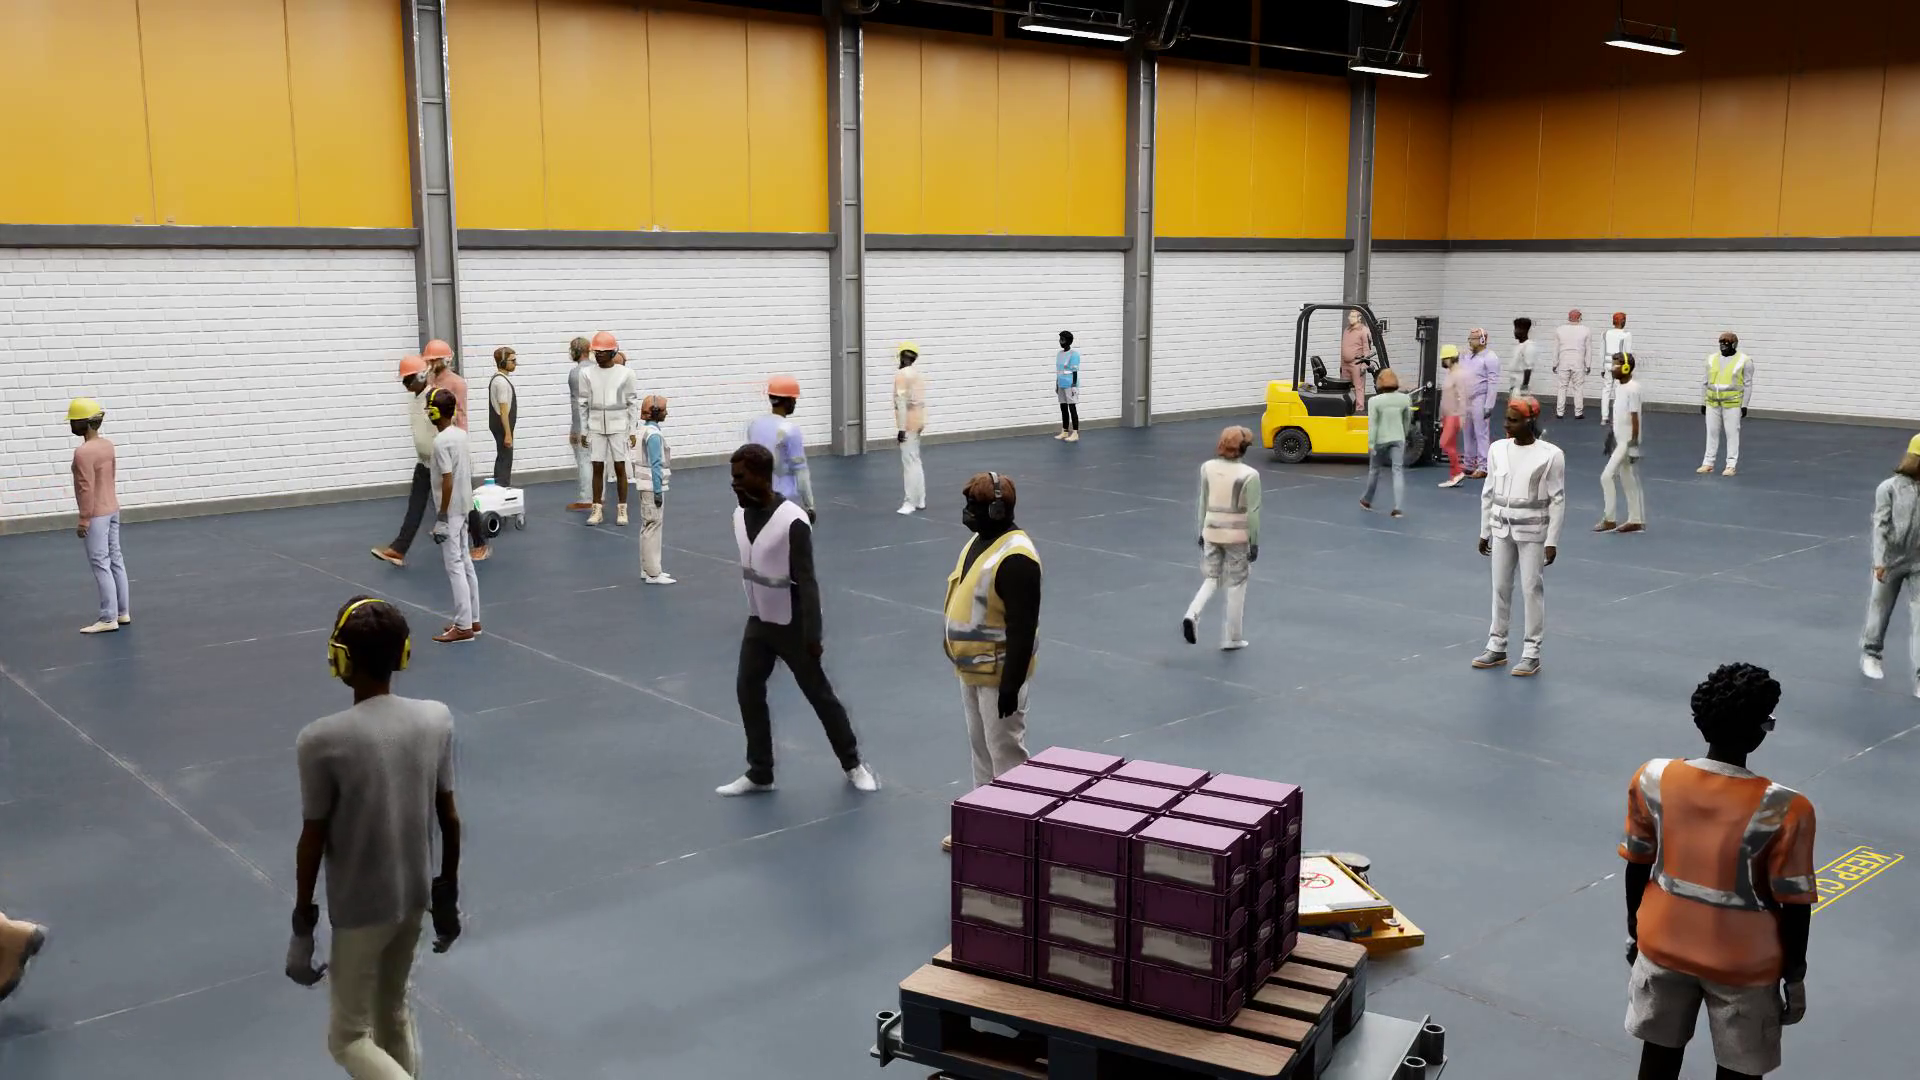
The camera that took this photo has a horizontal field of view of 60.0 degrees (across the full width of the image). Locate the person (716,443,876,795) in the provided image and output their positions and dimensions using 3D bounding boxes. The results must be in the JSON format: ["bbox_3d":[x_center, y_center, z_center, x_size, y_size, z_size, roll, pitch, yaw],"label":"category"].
[{"bbox_3d":[-0.853,0.429,8.680,0.734,1.853,0.662,-9,13,-43],"label":"person"}]

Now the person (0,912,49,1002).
[{"bbox_3d":[-3.693,0.819,5.825,0.666,2.031,0.622,-7,12,-34],"label":"person"}]

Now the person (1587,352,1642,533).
[{"bbox_3d":[6.665,-0.980,16.898,0.713,1.840,0.549,2,10,9],"label":"person"}]

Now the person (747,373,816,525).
[{"bbox_3d":[-1.371,-0.321,12.811,0.578,1.917,0.536,9,13,42],"label":"person"}]

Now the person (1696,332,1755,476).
[{"bbox_3d":[9.836,-1.748,21.401,0.430,1.843,0.625,-8,13,-39],"label":"person"}]

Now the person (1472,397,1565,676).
[{"bbox_3d":[3.767,-0.029,11.214,0.337,1.881,0.584,-8,13,-39],"label":"person"}]

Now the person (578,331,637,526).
[{"bbox_3d":[-3.672,-1.157,17.360,0.609,2.040,0.394,0,10,1],"label":"person"}]

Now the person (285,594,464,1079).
[{"bbox_3d":[-1.665,1.080,4.835,0.691,1.850,0.536,6,11,32],"label":"person"}]

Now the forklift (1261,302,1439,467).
[{"bbox_3d":[5.320,-2.157,22.763,2.313,2.155,1.214,3,10,16],"label":"forklift"}]

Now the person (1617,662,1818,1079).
[{"bbox_3d":[2.123,1.178,4.693,0.317,1.695,0.540,-8,13,-41],"label":"person"}]

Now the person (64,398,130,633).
[{"bbox_3d":[-6.491,-0.185,12.475,0.317,1.766,0.533,-1,10,-5],"label":"person"}]

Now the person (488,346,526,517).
[{"bbox_3d":[-4.920,-1.166,17.985,0.325,1.843,0.517,-4,10,-20],"label":"person"}]

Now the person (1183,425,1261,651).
[{"bbox_3d":[1.860,0.003,11.765,0.534,1.623,0.505,9,13,43],"label":"person"}]

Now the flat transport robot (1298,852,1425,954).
[{"bbox_3d":[1.106,1.521,6.855,1.431,0.197,0.652,-2,10,-11],"label":"flat transport robot"}]

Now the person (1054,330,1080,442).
[{"bbox_3d":[1.632,-2.345,25.336,0.319,1.692,0.536,-6,11,-30],"label":"person"}]

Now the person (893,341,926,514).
[{"bbox_3d":[-0.582,-1.237,18.337,0.381,1.876,0.731,4,10,20],"label":"person"}]

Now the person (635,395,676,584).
[{"bbox_3d":[-2.637,-0.432,14.318,0.311,1.631,0.504,-3,10,-18],"label":"person"}]

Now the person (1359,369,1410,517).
[{"bbox_3d":[4.652,-1.067,18.154,0.507,1.591,0.825,-1,10,-4],"label":"person"}]

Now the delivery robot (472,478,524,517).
[{"bbox_3d":[-4.771,-0.383,16.898,0.477,0.478,0.707,5,11,27],"label":"delivery robot"}]

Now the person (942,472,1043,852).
[{"bbox_3d":[0.138,0.603,7.641,0.429,1.844,0.627,-3,10,-19],"label":"person"}]

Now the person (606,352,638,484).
[{"bbox_3d":[-4.211,-1.505,20.553,0.522,1.645,0.305,4,11,24],"label":"person"}]

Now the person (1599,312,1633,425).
[{"bbox_3d":[10.926,-2.843,27.690,0.355,1.883,0.574,-7,12,-37],"label":"person"}]

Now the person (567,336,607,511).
[{"bbox_3d":[-4.135,-1.284,18.404,0.368,1.941,0.633,3,10,15],"label":"person"}]

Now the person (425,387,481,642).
[{"bbox_3d":[-3.728,-0.180,12.158,0.323,1.865,0.518,0,10,2],"label":"person"}]

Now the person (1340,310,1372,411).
[{"bbox_3d":[6.743,-3.006,28.564,0.409,1.913,0.647,-5,11,-28],"label":"person"}]

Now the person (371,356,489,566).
[{"bbox_3d":[-4.808,-0.718,15.150,0.647,1.909,1.107,7,12,36],"label":"person"}]

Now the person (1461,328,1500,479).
[{"bbox_3d":[6.545,-1.737,21.148,0.409,1.907,0.651,-3,10,-18],"label":"person"}]

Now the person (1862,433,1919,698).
[{"bbox_3d":[6.155,0.138,10.782,0.485,1.698,0.904,2,10,14],"label":"person"}]

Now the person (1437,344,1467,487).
[{"bbox_3d":[5.951,-1.494,20.176,0.387,1.744,0.540,-1,10,-4],"label":"person"}]

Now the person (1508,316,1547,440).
[{"bbox_3d":[8.128,-2.246,23.979,0.657,1.951,0.630,1,10,6],"label":"person"}]

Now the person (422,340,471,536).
[{"bbox_3d":[-5.155,-1.009,16.654,0.614,1.987,0.407,7,12,36],"label":"person"}]

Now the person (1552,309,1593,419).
[{"bbox_3d":[10.609,-3.048,28.824,0.651,1.906,0.401,5,11,27],"label":"person"}]
